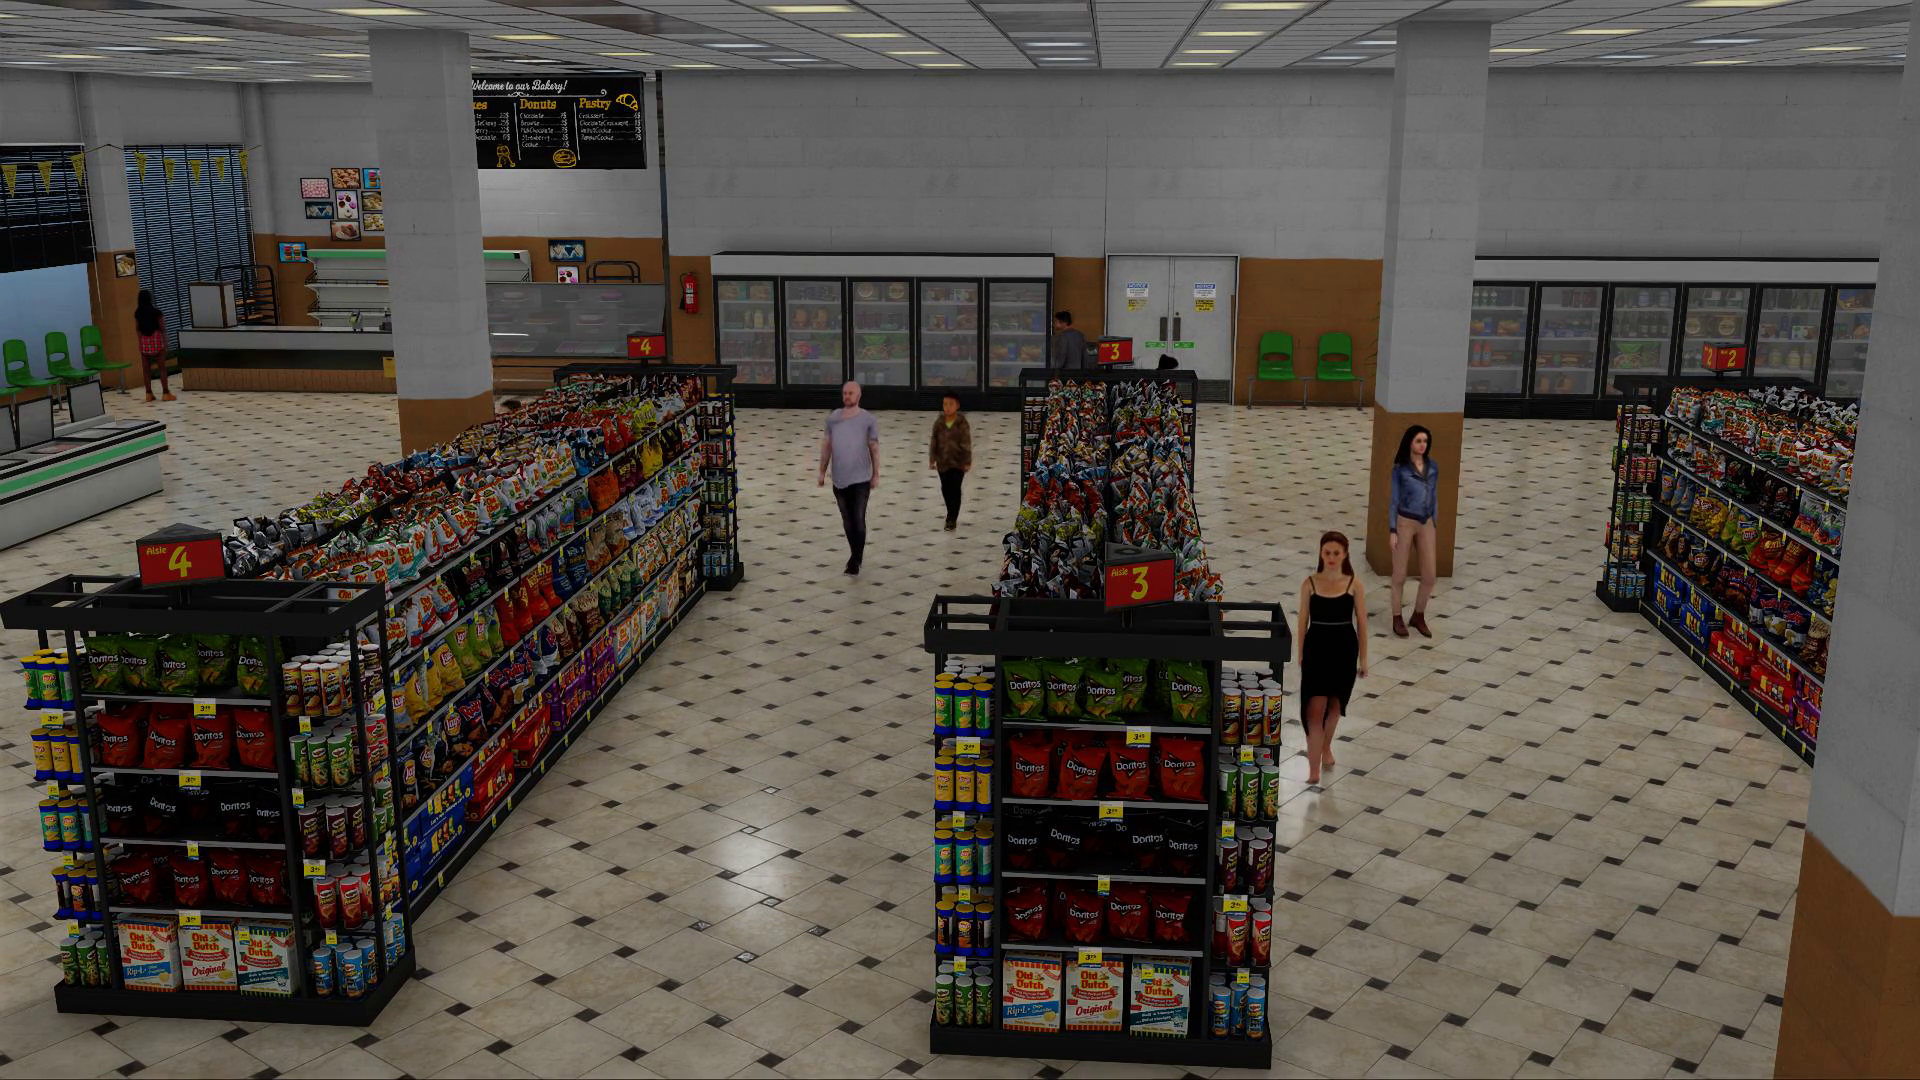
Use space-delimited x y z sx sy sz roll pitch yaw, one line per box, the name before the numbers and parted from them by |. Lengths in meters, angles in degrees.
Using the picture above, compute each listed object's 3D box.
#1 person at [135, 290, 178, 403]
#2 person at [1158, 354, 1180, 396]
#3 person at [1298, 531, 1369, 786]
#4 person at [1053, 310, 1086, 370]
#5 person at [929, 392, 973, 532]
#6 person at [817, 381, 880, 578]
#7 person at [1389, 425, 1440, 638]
person | -12.550 -3.022 25.843 0.625 1.725 0.611 0 14 -1
person | 2.229 -1.256 18.705 0.846 1.658 0.704 -5 15 -20
person | 2.379 0.734 10.655 0.629 1.584 1.046 2 14 8
person | 1.430 -2.074 21.671 0.871 1.850 0.966 -10 17 -35
person | -0.078 -0.828 17.435 0.700 1.425 1.027 3 14 14
person | -0.994 -0.594 15.657 0.833 1.807 1.085 5 15 20
person | 3.656 -0.075 13.624 0.661 1.758 0.697 -2 14 -7
